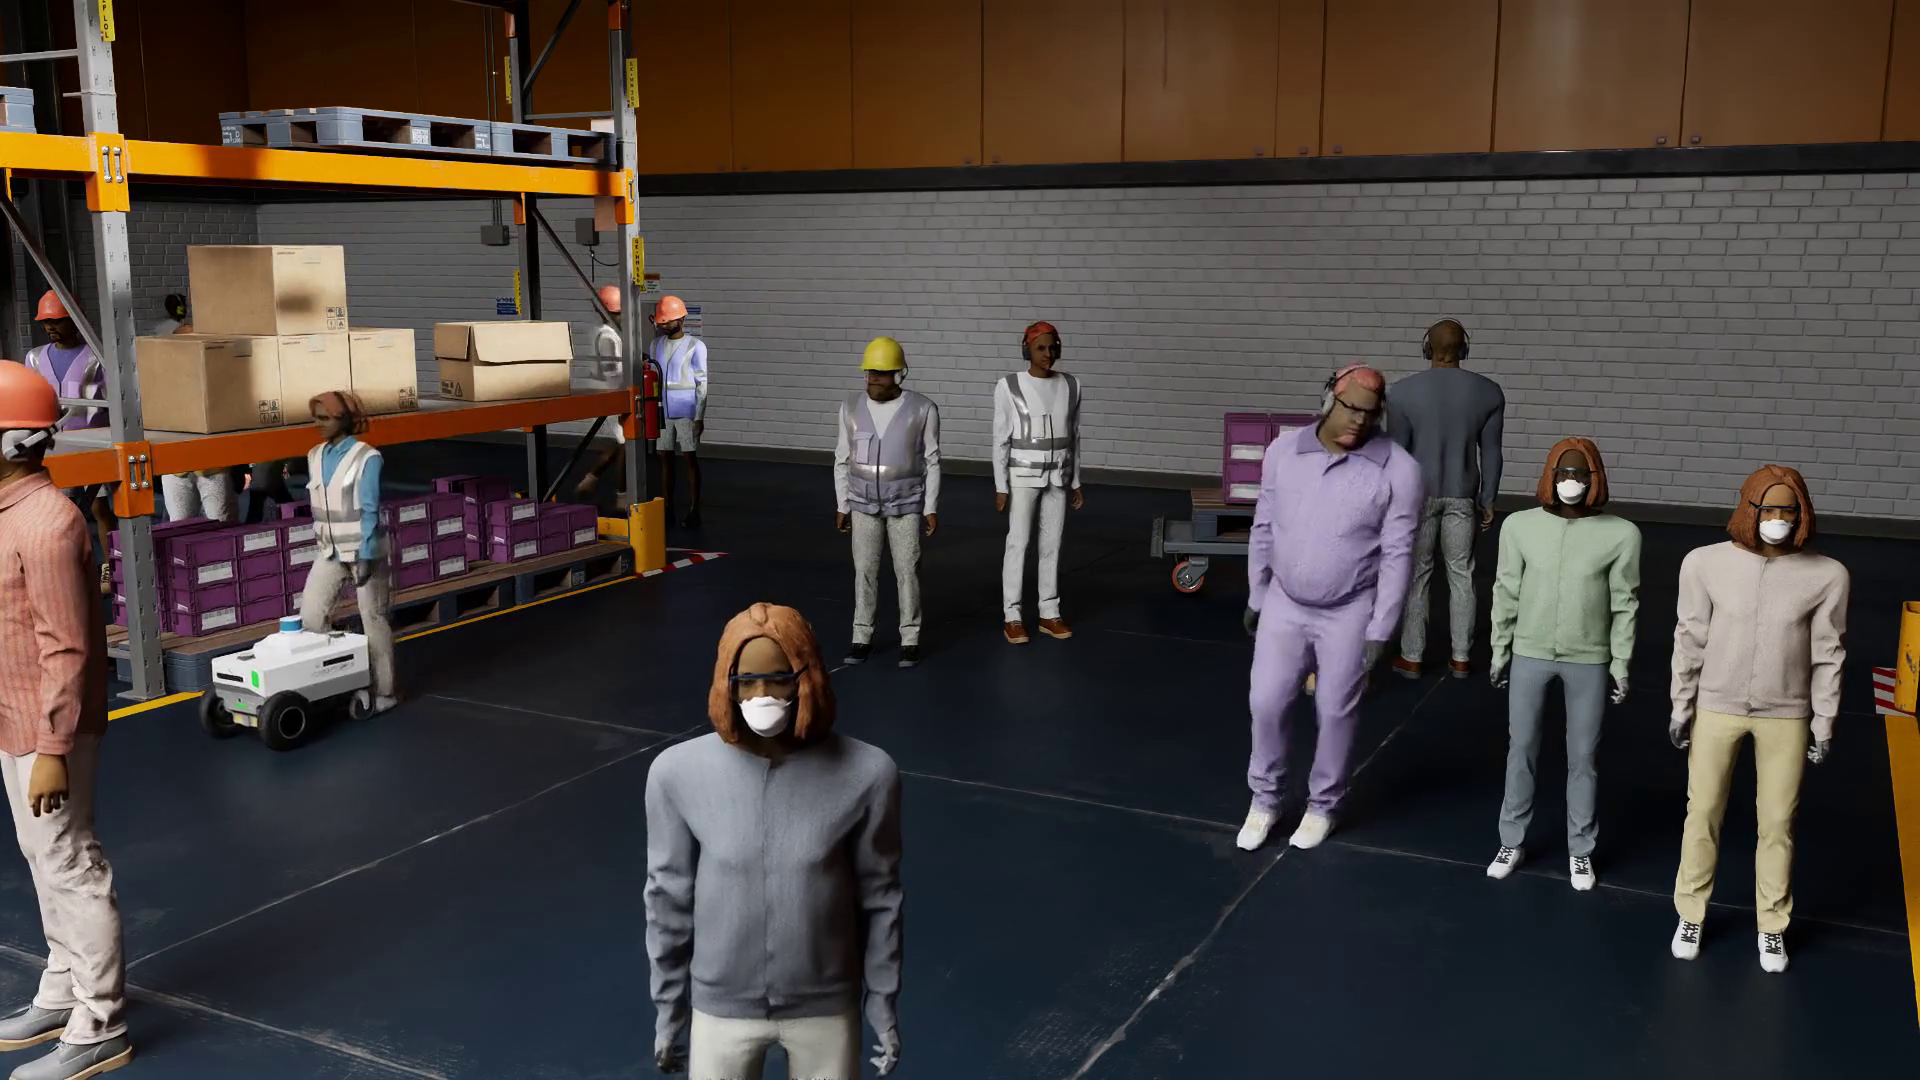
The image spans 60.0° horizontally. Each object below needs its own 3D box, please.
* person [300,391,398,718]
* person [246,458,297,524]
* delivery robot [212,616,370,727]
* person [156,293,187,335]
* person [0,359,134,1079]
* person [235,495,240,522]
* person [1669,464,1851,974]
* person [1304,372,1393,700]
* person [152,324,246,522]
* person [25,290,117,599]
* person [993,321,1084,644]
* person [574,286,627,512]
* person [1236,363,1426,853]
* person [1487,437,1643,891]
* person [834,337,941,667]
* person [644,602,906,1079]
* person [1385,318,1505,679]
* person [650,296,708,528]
[{"bbox_3d":[-3.014,0.098,8.043,0.518,1.619,0.624,5,11,26],"label":"person"},{"bbox_3d":[-5.080,-0.617,12.080,0.538,1.643,0.908,8,13,38],"label":"person"},{"bbox_3d":[-3.162,0.605,7.898,0.477,0.478,0.707,5,11,28],"label":"delivery robot"},{"bbox_3d":[-8.571,-1.761,18.143,0.518,1.851,0.771,5,11,25],"label":"person"},{"bbox_3d":[-2.546,0.504,4.587,0.375,1.997,0.612,-8,13,-39],"label":"person"},{"bbox_3d":[-5.058,-0.491,11.103,0.633,1.747,0.526,-5,11,-28],"label":"person"},{"bbox_3d":[2.527,0.565,5.306,0.497,1.629,0.277,4,11,22],"label":"person"},{"bbox_3d":[1.935,-0.027,8.527,0.585,1.697,0.340,3,10,17],"label":"person"},{"bbox_3d":[-4.882,-0.461,10.661,0.619,1.835,0.430,-1,10,-3],"label":"person"},{"bbox_3d":[-5.826,-0.617,10.937,0.616,2.041,0.381,0,10,0],"label":"person"},{"bbox_3d":[0.463,-0.337,9.778,0.584,1.882,0.339,-5,11,-26],"label":"person"},{"bbox_3d":[-3.044,-1.203,14.485,0.635,1.997,0.679,-3,10,-16],"label":"person"},{"bbox_3d":[1.349,0.283,6.222,0.691,1.873,0.614,6,11,30],"label":"person"},{"bbox_3d":[2.163,0.441,5.991,0.500,1.636,0.280,5,11,25],"label":"person"},{"bbox_3d":[-0.406,-0.204,9.163,0.598,1.828,0.403,2,10,11],"label":"person"},{"bbox_3d":[-0.354,0.918,3.235,0.501,1.633,0.283,-1,10,-4],"label":"person"},{"bbox_3d":[2.571,-0.215,8.916,0.637,1.936,0.355,0,10,1],"label":"person"},{"bbox_3d":[-2.365,-1.058,13.827,0.543,1.928,0.373,4,11,22],"label":"person"}]
